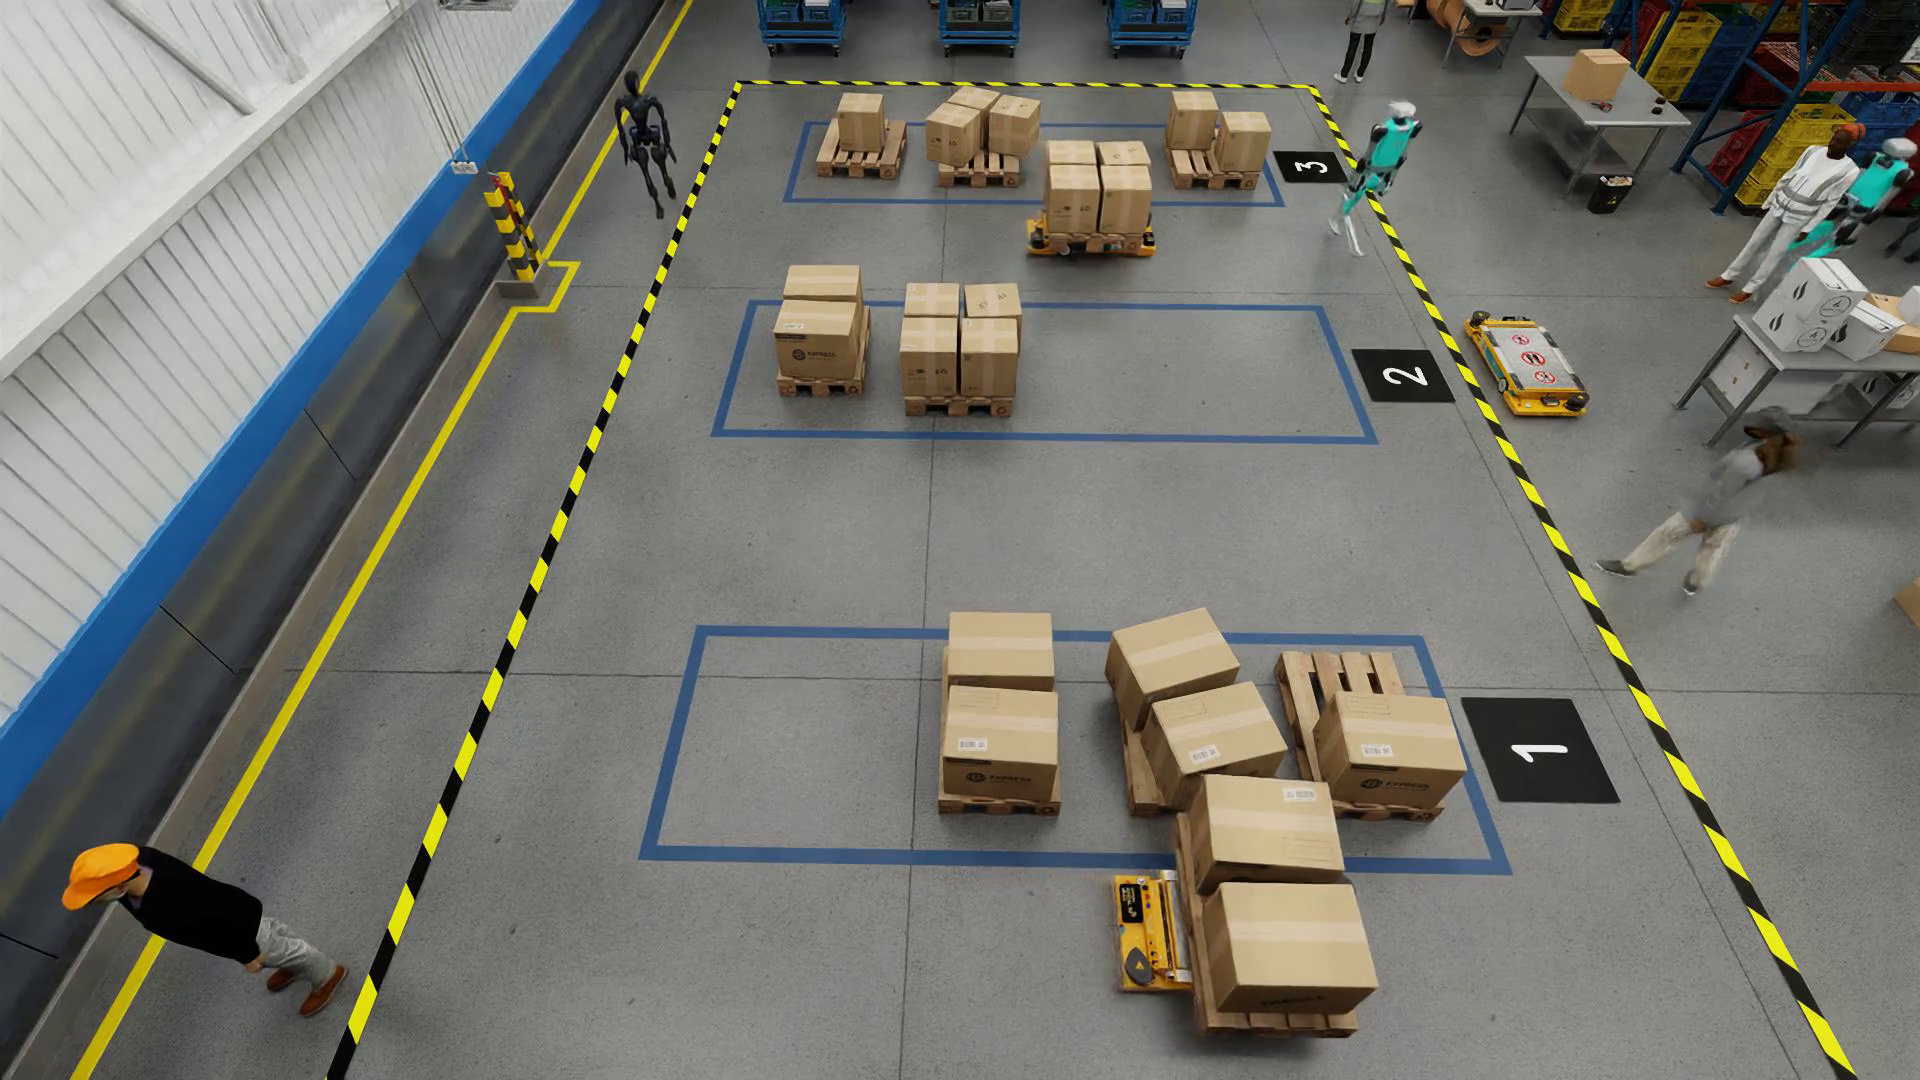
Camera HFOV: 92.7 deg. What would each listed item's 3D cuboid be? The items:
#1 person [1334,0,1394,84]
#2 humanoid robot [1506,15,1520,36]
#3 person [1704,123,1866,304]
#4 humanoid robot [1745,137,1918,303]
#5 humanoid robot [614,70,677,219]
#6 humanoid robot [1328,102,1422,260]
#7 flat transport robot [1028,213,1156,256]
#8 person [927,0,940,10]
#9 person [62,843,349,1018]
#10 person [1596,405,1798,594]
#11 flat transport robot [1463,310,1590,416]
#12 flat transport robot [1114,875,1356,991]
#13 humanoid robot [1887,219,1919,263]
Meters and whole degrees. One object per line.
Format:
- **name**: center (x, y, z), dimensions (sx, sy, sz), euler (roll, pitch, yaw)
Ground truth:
- **person**: center (5.752, -7.431, 12.919), dimensions (0.586, 1.852, 0.389), euler (-1, 49, -1)
- **humanoid robot**: center (8.700, -8.764, 14.188), dimensions (0.533, 1.774, 1.052), euler (-2, 49, -1)
- **person**: center (8.426, -3.300, 9.322), dimensions (0.355, 1.882, 0.573), euler (-14, 51, -12)
- **humanoid robot**: center (8.686, -3.161, 9.305), dimensions (0.833, 1.768, 0.574), euler (-3, 49, -2)
- **humanoid robot**: center (-3.609, -4.592, 10.576), dimensions (0.591, 1.639, 0.510), euler (-8, 50, -7)
- **humanoid robot**: center (4.421, -3.995, 10.037), dimensions (0.533, 1.735, 1.048), euler (-11, 50, -9)
- **flat transport robot**: center (1.517, -3.563, 10.599), dimensions (1.431, 0.197, 0.652), euler (1, 49, 1)
- **person**: center (-0.396, -9.691, 14.818), dimensions (0.355, 1.936, 0.634), euler (-7, 49, -6)
- **person**: center (-3.814, 2.009, 4.727), dimensions (0.586, 1.885, 0.383), euler (26, 54, 20)
- **person**: center (5.635, -0.277, 6.811), dimensions (0.616, 1.725, 0.628), euler (-24, 53, -19)
- **flat transport robot**: center (5.573, -1.757, 9.054), dimensions (0.659, 0.231, 1.431), euler (1, 49, 1)
- **flat transport robot**: center (1.680, 2.338, 5.491), dimensions (1.431, 0.197, 0.652), euler (1, 49, 1)
- **humanoid robot**: center (10.827, -3.776, 9.863), dimensions (0.355, 1.650, 0.610), euler (-22, 53, -18)
